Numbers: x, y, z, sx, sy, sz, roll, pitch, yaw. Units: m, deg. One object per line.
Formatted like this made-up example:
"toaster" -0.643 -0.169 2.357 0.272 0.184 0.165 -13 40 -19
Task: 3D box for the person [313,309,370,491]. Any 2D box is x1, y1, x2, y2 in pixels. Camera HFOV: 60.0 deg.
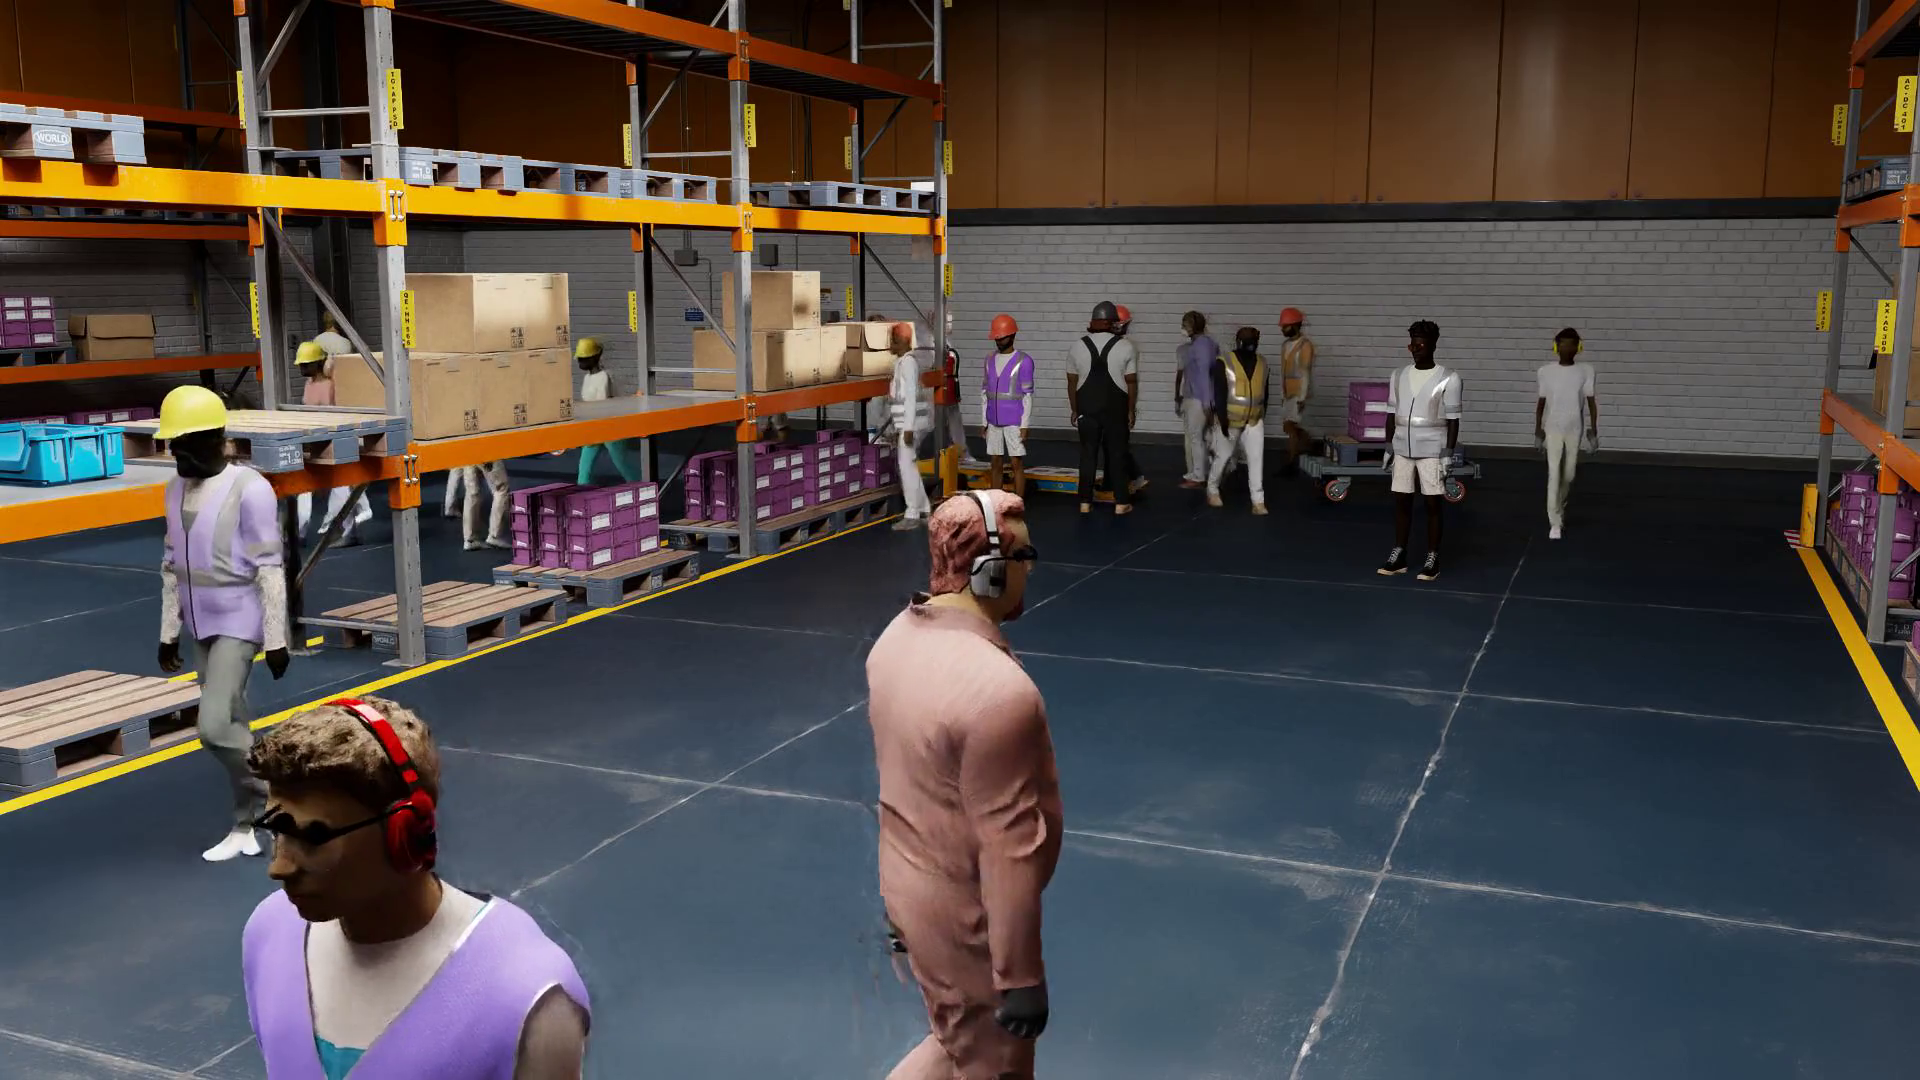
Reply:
"person" -6.561 -1.484 17.543 0.630 1.940 0.370 6 11 33

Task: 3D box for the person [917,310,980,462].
"person" -0.226 -1.767 19.502 0.955 1.863 0.646 1 9 6

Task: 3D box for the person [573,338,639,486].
"person" -3.314 -1.005 15.347 0.949 1.700 0.536 -7 12 -38

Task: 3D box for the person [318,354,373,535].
"person" -5.535 -0.873 14.891 0.571 1.588 0.860 3 10 18

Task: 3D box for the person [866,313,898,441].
"person" -0.982 -1.828 20.032 0.718 1.804 0.644 0 9 1

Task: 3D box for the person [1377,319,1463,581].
"person" 3.479 -0.682 12.597 0.606 1.966 0.367 9 13 42

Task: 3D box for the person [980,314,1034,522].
"person" 0.406 -1.090 15.183 0.542 1.931 0.366 7 12 36

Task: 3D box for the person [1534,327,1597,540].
"person" 5.334 -0.958 14.663 0.517 1.846 0.859 2 10 14

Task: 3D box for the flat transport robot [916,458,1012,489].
"flat transport robot" -0.049 -0.731 18.022 1.431 0.197 0.652 7 12 37

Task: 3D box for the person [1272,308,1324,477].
"person" 3.849 -1.654 18.697 0.730 1.910 0.546 -4 10 -24

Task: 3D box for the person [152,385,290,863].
"person" -2.932 0.341 6.565 0.592 1.905 0.423 6 11 33

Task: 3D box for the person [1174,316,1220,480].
"person" 2.600 -1.546 18.177 0.528 1.852 0.559 -1 9 -5

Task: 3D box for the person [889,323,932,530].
"person" -0.428 -1.019 14.986 0.414 1.860 0.633 -1 9 -7

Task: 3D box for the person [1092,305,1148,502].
"person" 1.561 -1.354 16.619 0.520 1.980 0.649 3 10 20

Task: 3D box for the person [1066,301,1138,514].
"person" 1.377 -1.274 15.961 0.683 2.000 0.536 3 10 15

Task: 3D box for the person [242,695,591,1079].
"person" -0.714 1.101 2.265 0.613 1.828 0.435 5 10 26

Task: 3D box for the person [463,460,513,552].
"person" -3.922 -0.709 13.791 0.500 1.618 0.527 -9 13 -42

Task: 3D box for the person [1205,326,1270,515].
"person" 2.687 -1.171 16.081 0.612 1.806 0.934 -2 10 -15

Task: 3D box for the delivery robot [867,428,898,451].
"delivery robot" -0.995 -1.010 18.571 0.707 0.478 0.477 6 11 31

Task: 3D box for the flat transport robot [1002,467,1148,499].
"flat transport robot" 1.167 -0.604 17.249 1.431 0.197 0.652 6 11 31

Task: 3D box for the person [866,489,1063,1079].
"person" -0.035 0.831 3.668 0.546 1.894 0.655 -3 10 -19

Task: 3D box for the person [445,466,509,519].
"person" -4.572 -1.003 15.670 0.528 1.589 0.881 5 11 28

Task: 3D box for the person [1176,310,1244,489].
"person" 2.663 -1.473 17.603 0.689 1.910 0.649 2 10 10

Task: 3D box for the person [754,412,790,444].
"person" -2.117 -1.522 17.639 0.879 2.005 0.664 -2 10 -15

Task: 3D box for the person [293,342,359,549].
"person" -5.378 -0.762 13.765 0.781 1.731 0.545 -9 13 -43

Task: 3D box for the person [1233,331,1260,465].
"person" 3.404 -1.714 19.846 0.311 1.639 0.513 0 9 3
